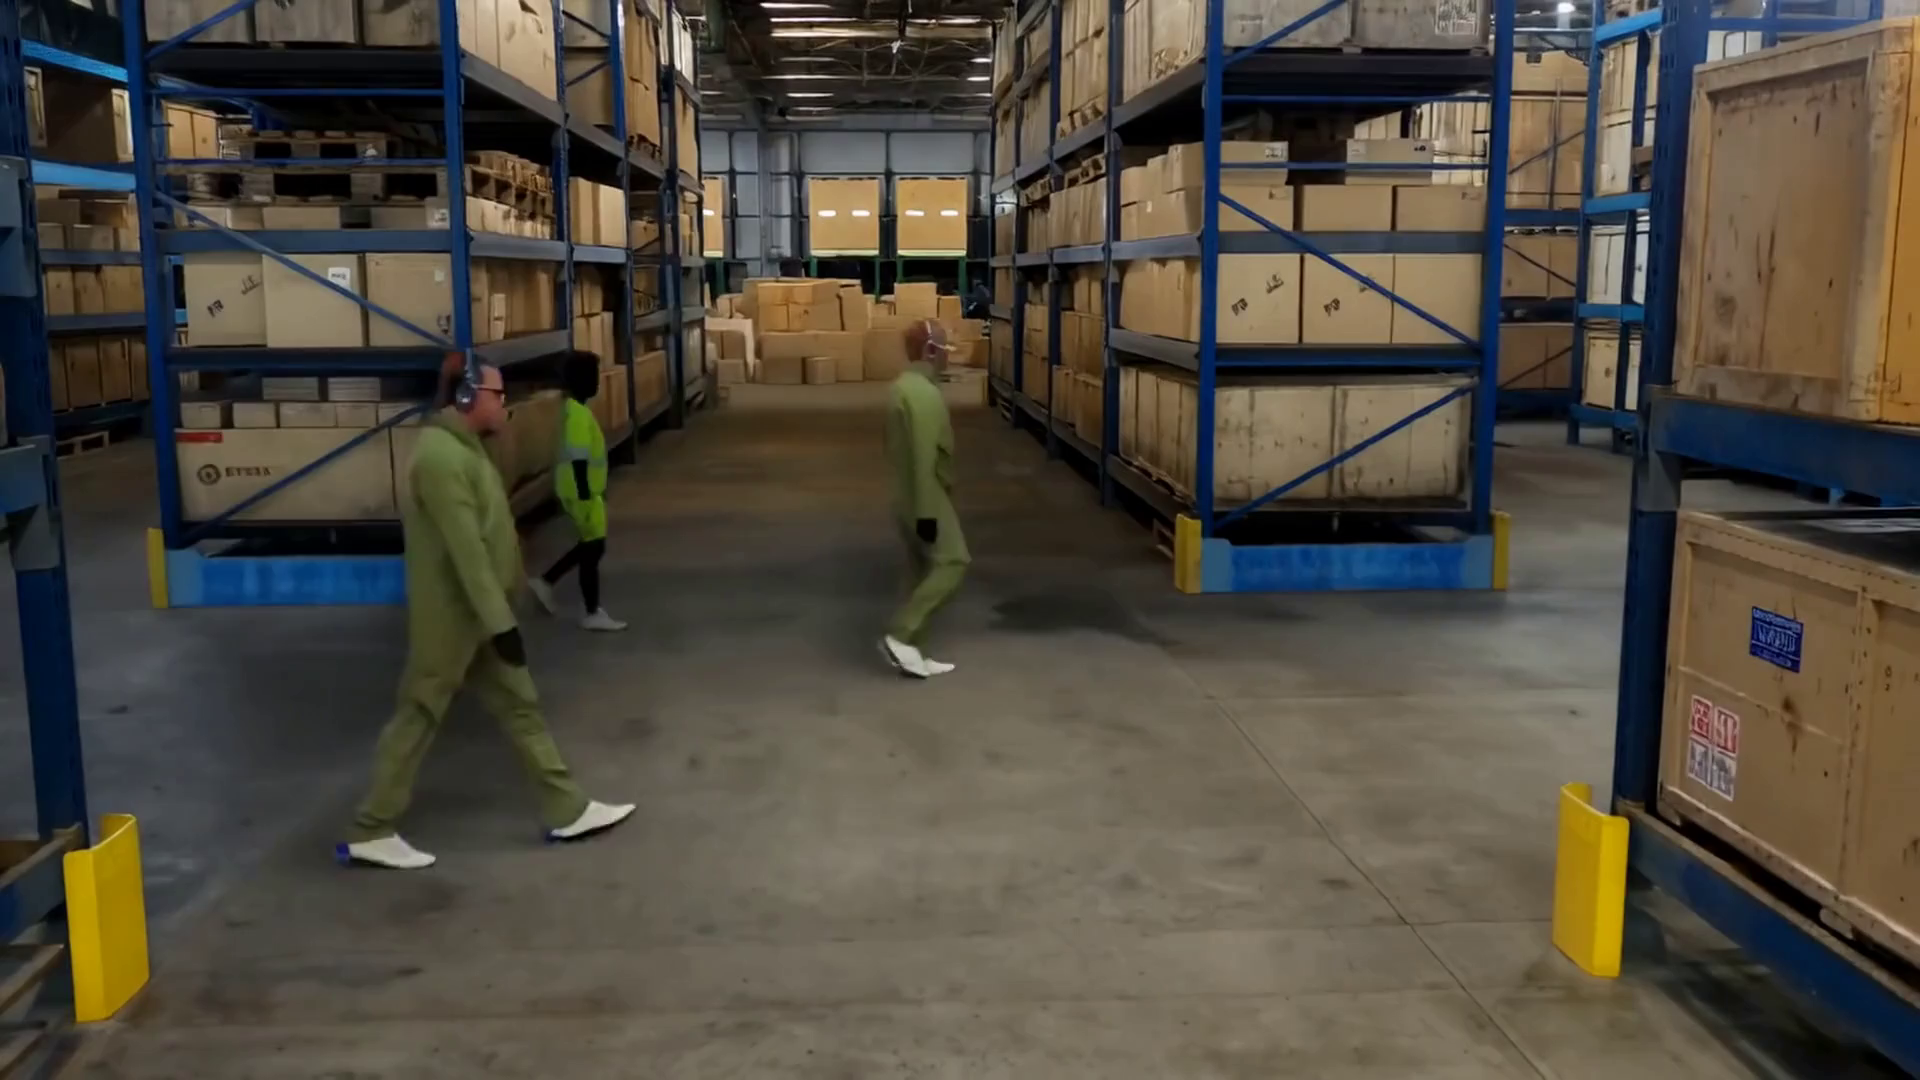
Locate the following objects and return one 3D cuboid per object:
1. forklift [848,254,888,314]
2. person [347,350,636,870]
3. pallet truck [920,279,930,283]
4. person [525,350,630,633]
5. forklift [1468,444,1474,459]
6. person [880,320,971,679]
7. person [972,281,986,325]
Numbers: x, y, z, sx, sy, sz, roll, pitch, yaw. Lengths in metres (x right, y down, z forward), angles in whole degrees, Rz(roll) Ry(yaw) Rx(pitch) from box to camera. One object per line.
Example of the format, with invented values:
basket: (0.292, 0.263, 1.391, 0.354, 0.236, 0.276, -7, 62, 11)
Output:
forklift: (-3.336, -8.384, 56.975, 1.129, 2.768, 1.873, -5, 10, -30)
person: (-1.744, 0.256, 5.957, 1.013, 1.852, 0.659, -1, 9, -5)
pallet truck: (-0.932, -8.922, 63.114, 1.885, 1.965, 0.823, 2, 9, 13)
person: (-2.262, -0.275, 9.780, 0.516, 1.684, 0.550, -2, 9, -13)
forklift: (5.315, -2.403, 19.422, 1.129, 2.768, 1.873, -1, 9, -4)
person: (-0.174, -0.197, 8.668, 0.434, 1.887, 0.667, -2, 9, -13)
person: (0.694, -8.386, 60.050, 0.827, 1.917, 0.637, -3, 10, -21)
